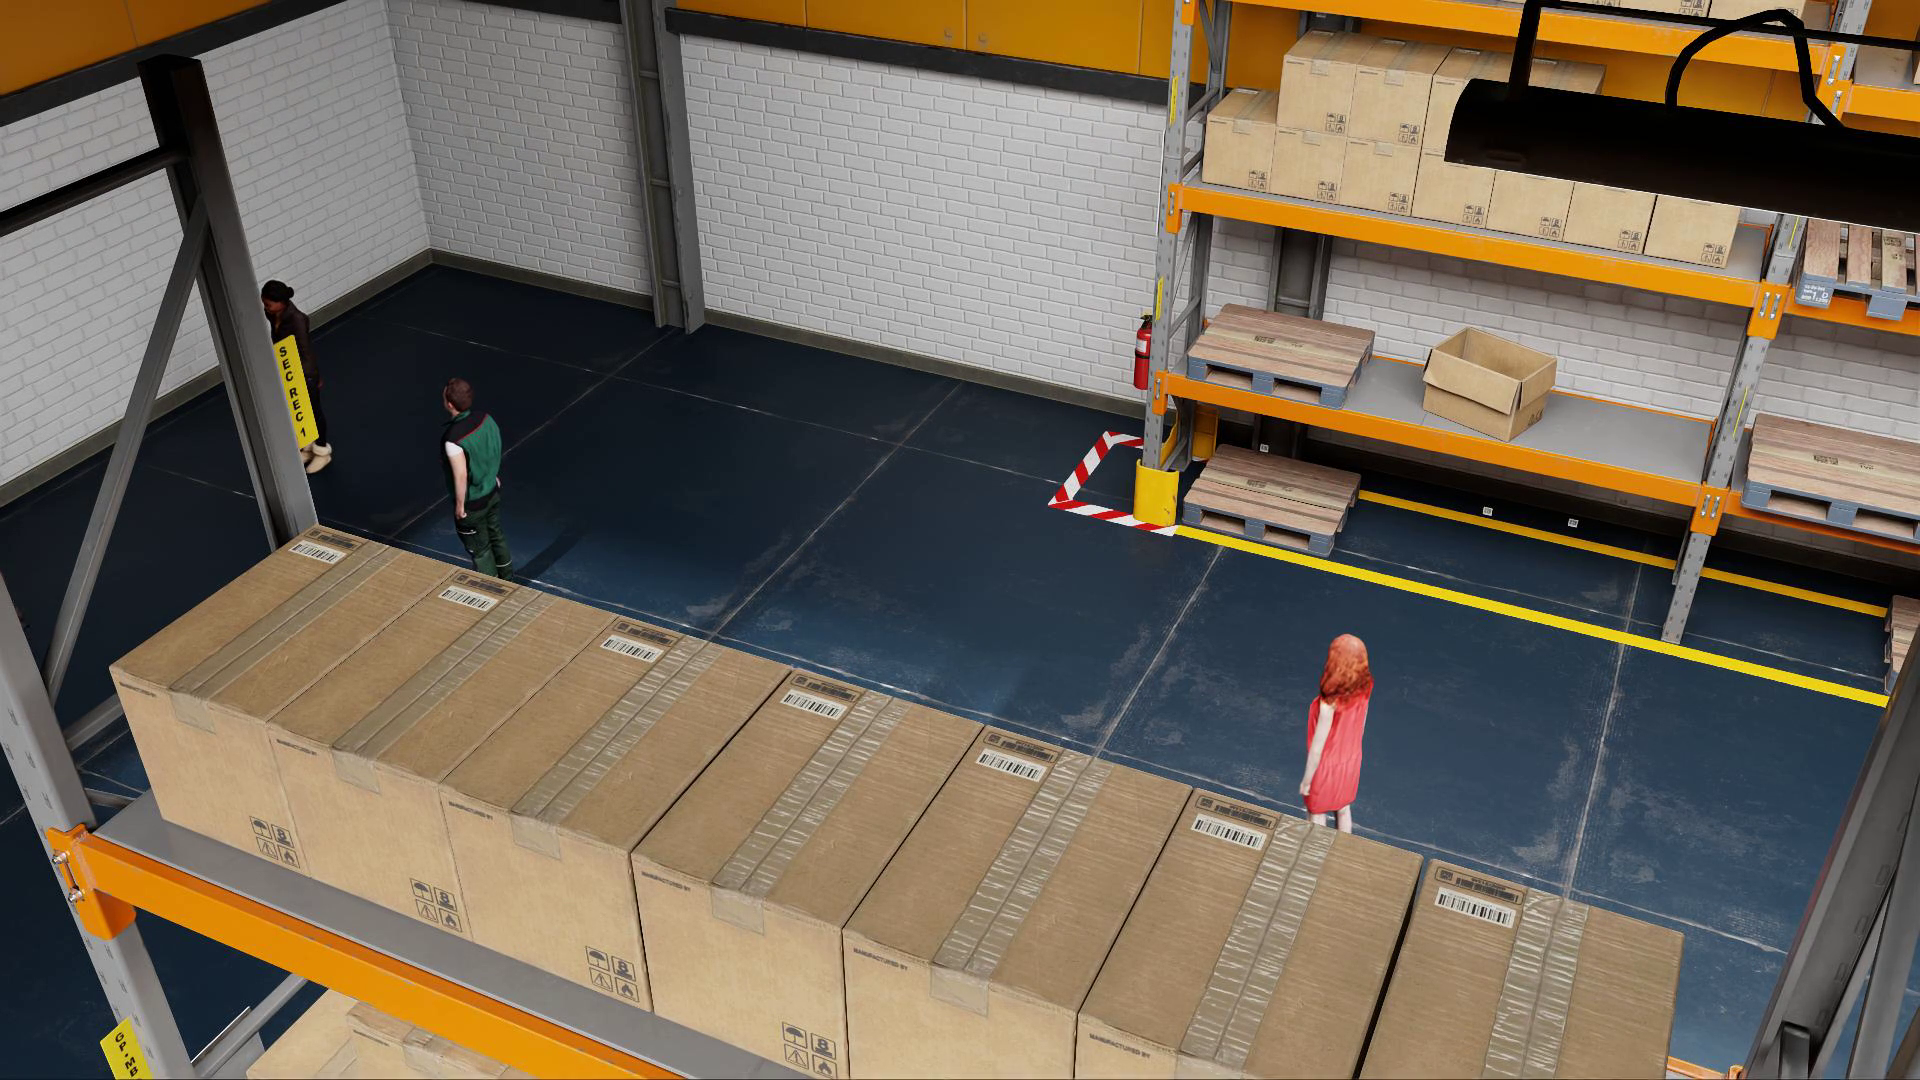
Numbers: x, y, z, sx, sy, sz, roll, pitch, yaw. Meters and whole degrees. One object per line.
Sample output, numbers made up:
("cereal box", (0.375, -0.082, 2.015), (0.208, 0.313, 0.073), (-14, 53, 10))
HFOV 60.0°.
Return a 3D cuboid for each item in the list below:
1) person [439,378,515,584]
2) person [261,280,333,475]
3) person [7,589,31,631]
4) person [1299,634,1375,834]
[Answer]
("person", (-3.493, -0.344, 11.952), (0.619, 1.843, 0.667), (11, 35, 15))
("person", (-5.425, -1.386, 13.686), (0.592, 1.659, 0.656), (0, 34, 0))
("person", (-6.868, 0.062, 11.450), (0.789, 1.722, 0.732), (14, 36, 20))
("person", (2.134, 1.307, 9.485), (0.662, 1.825, 0.644), (-26, 41, -33))
